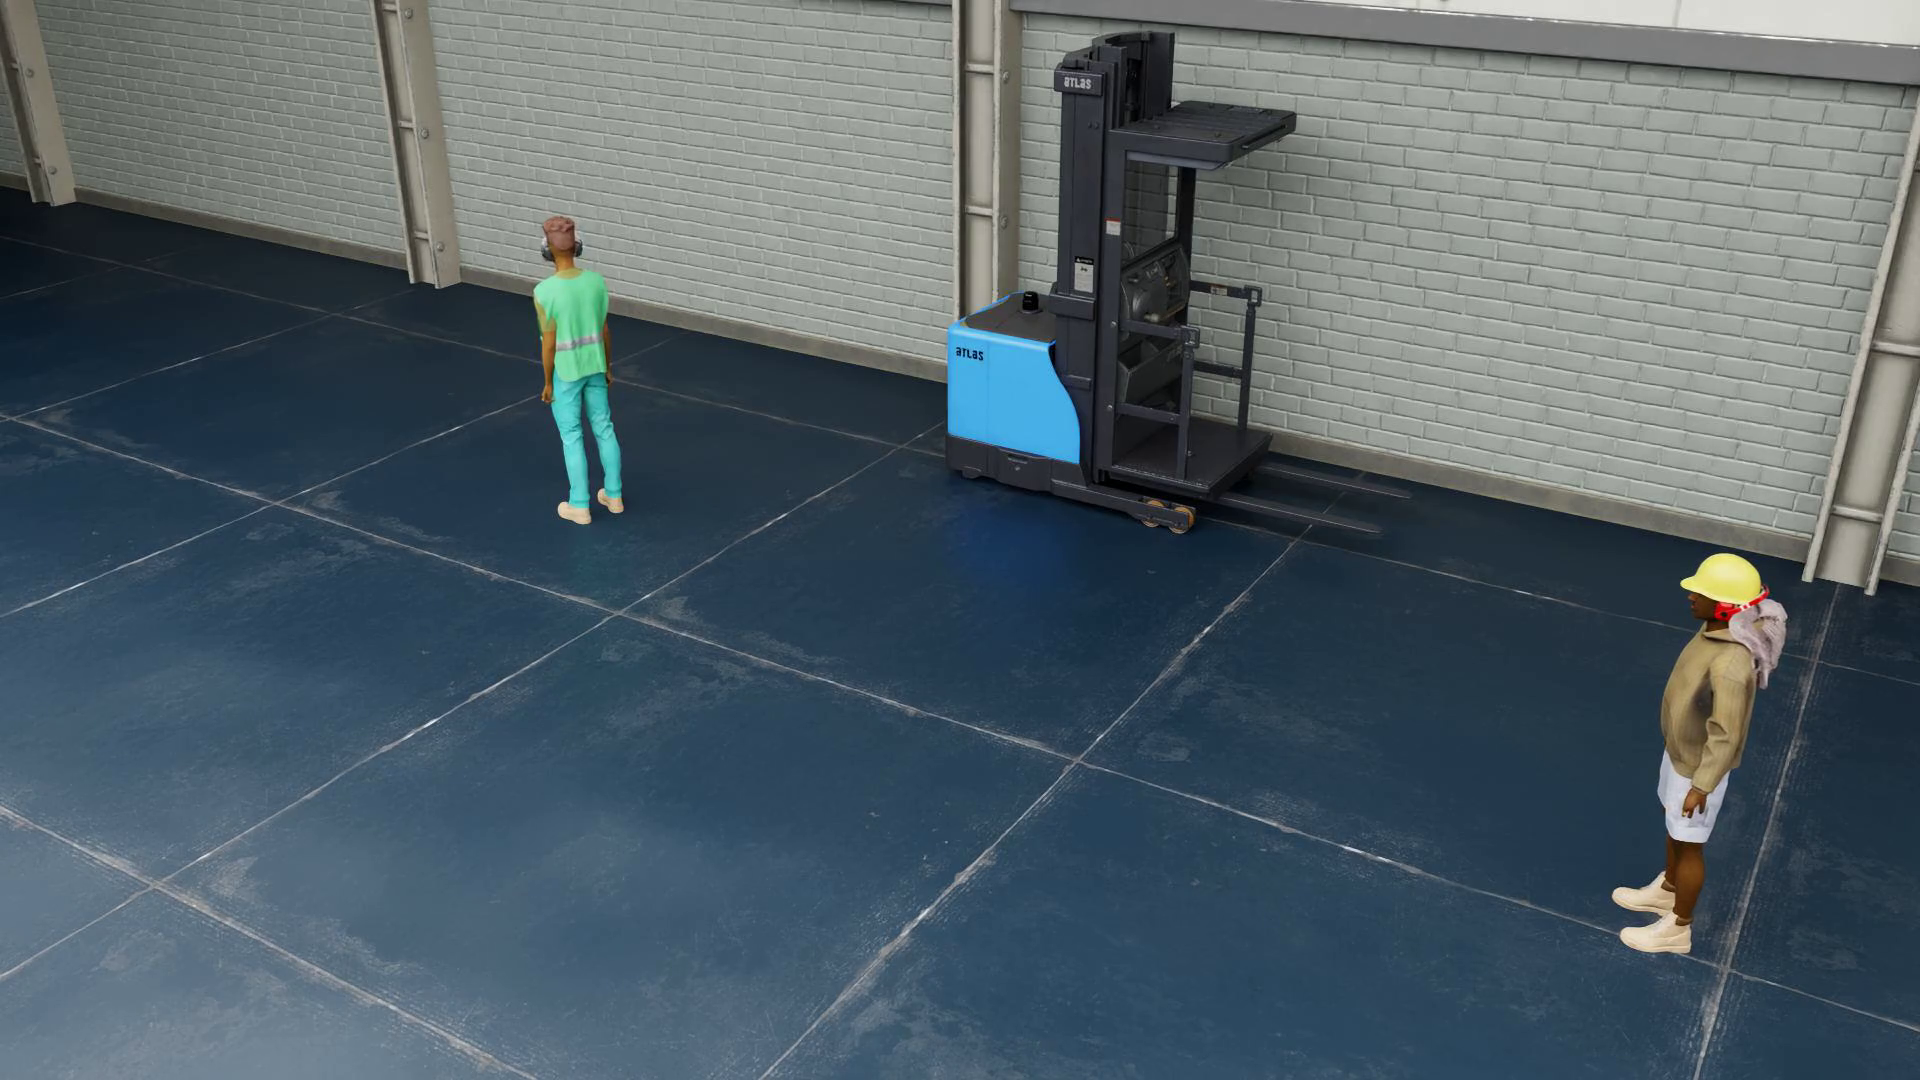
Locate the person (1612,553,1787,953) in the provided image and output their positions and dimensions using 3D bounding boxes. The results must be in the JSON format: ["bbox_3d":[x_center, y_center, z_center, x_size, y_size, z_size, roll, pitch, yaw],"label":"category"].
[{"bbox_3d":[2.973,0.867,6.675,0.403,1.761,0.559,7,26,14],"label":"person"}]

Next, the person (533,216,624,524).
[{"bbox_3d":[-2.407,-1.057,10.496,0.489,1.977,0.386,-21,32,-37],"label":"person"}]

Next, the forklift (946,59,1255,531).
[{"bbox_3d":[0.933,-1.707,10.833,1.873,2.768,1.129,15,29,28],"label":"forklift"}]
